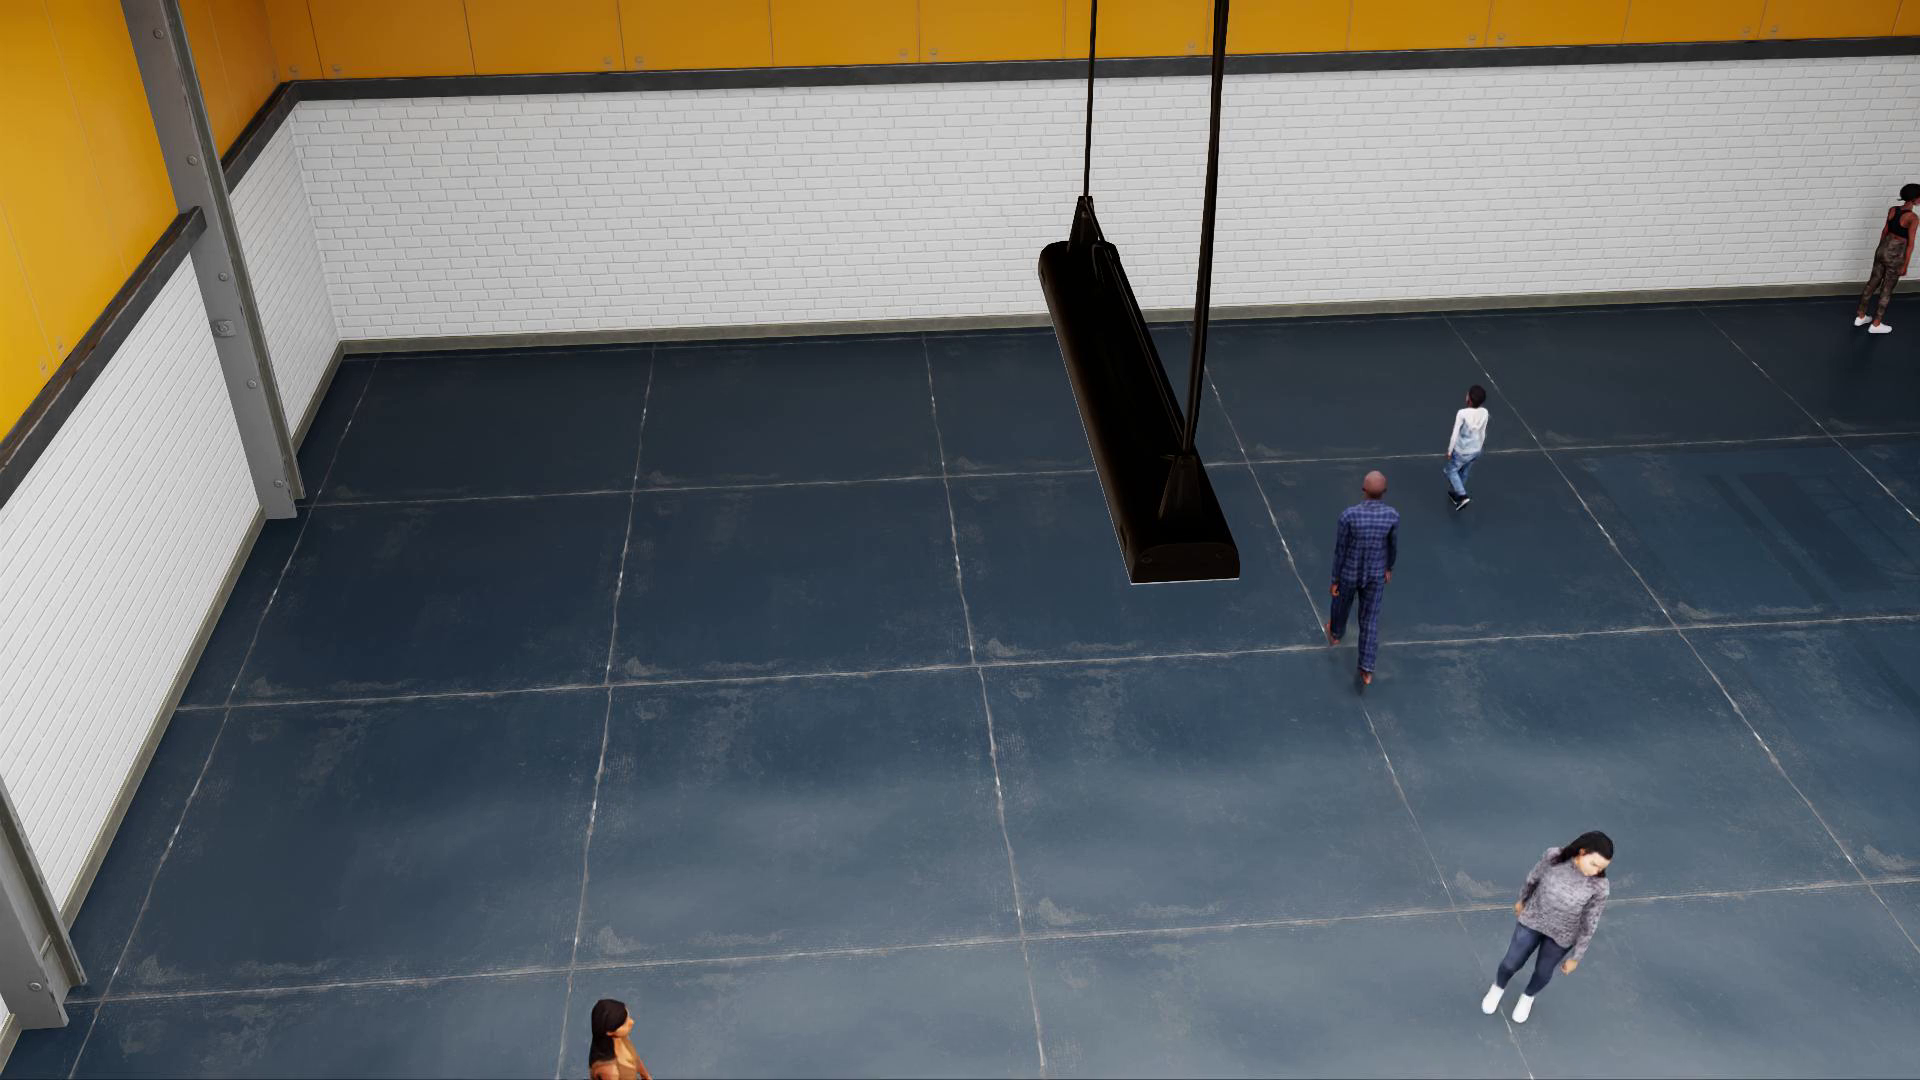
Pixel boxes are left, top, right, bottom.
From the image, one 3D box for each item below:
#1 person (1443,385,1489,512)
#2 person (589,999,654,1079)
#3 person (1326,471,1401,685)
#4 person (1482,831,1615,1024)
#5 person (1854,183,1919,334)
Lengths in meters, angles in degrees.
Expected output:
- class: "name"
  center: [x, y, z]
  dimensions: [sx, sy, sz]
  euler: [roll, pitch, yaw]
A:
- class: "person"
  center: [4.688, -0.827, 15.366]
  dimensions: [0.552, 1.247, 0.719]
  euler: [-8, 35, -12]
- class: "person"
  center: [-1.936, 3.122, 9.053]
  dimensions: [0.690, 1.660, 0.901]
  euler: [-5, 34, -8]
- class: "person"
  center: [3.210, 0.313, 13.172]
  dimensions: [0.727, 1.777, 1.177]
  euler: [0, 34, 0]
- class: "person"
  center: [3.626, 2.348, 10.191]
  dimensions: [0.817, 1.689, 0.758]
  euler: [-23, 40, -30]
- class: "person"
  center: [10.311, -3.135, 18.428]
  dimensions: [0.684, 1.702, 0.547]
  euler: [-10, 35, -15]
